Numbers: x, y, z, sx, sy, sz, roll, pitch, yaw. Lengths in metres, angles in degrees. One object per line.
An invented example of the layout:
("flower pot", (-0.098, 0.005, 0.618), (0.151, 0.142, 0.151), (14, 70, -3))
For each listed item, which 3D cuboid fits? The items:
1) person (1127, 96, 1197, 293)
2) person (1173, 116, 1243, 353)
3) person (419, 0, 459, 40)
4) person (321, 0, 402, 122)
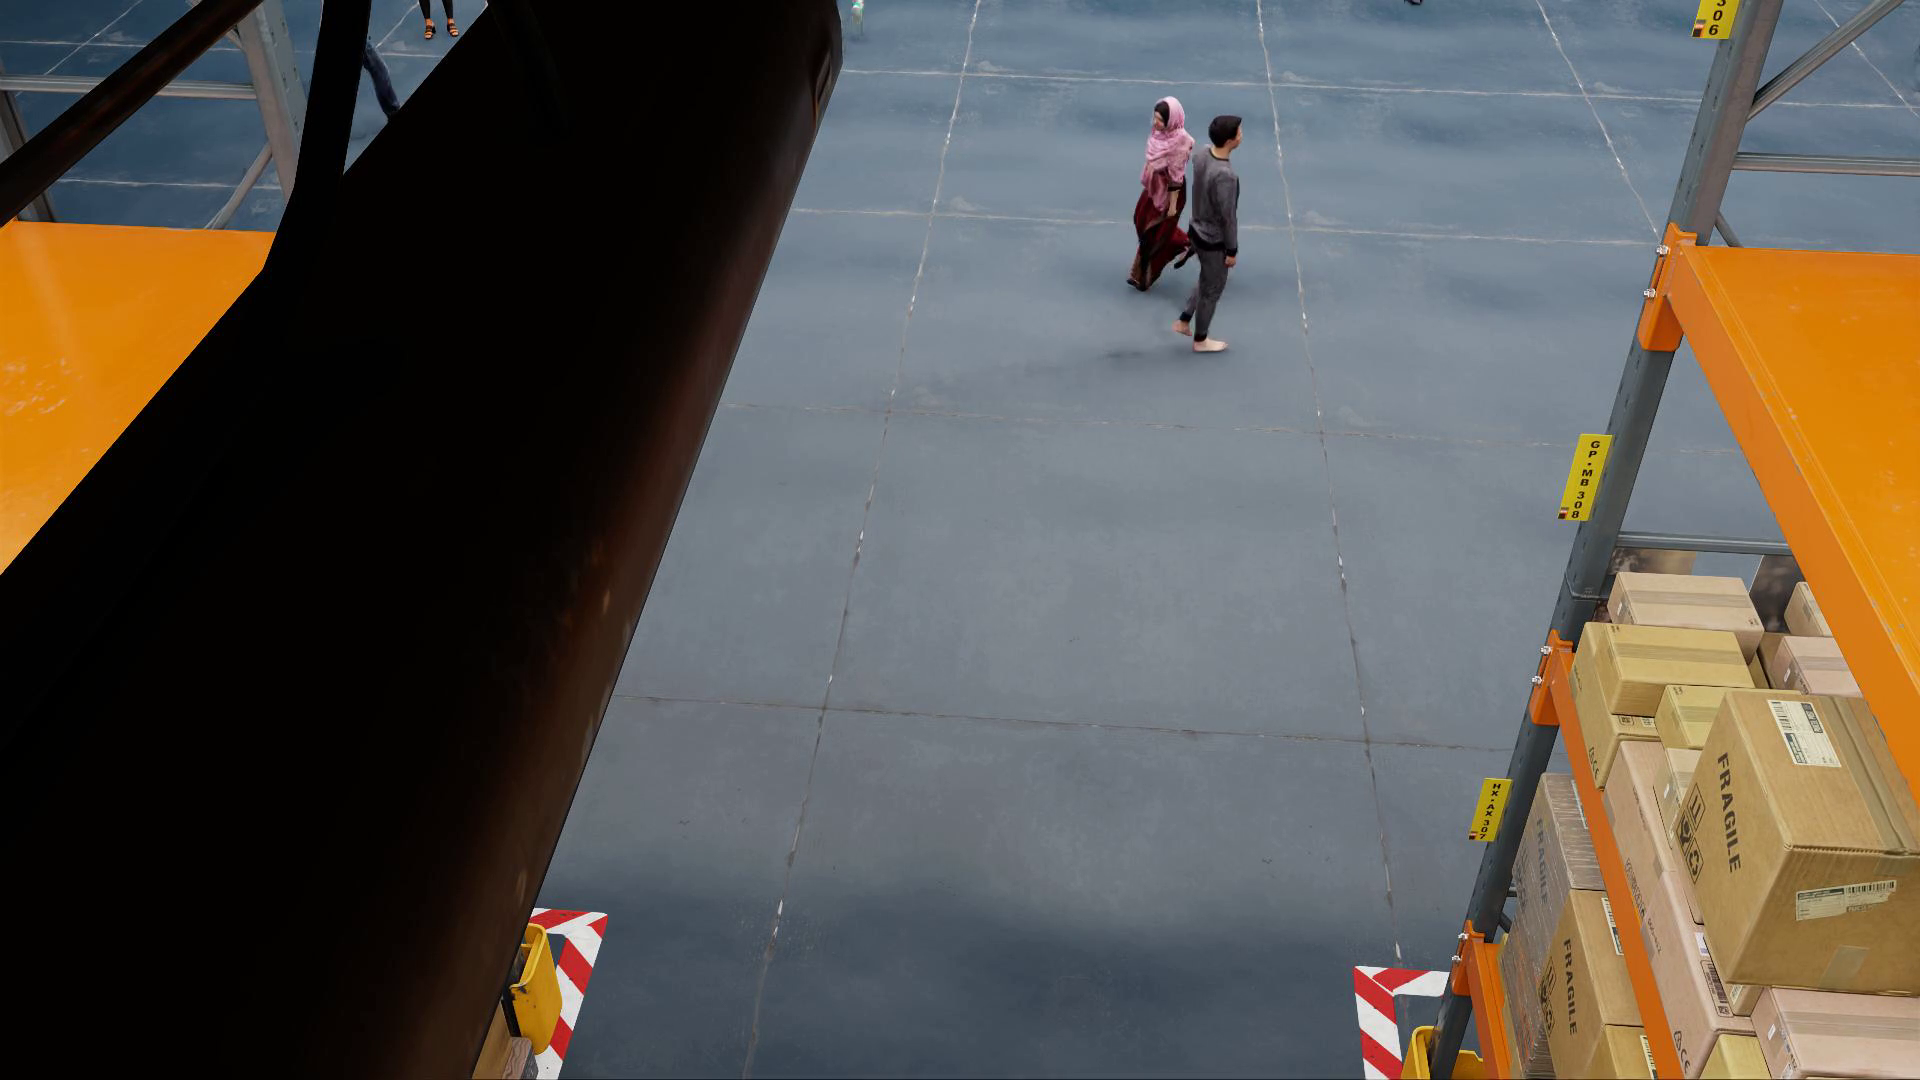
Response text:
("person", (1.603, -2.639, 12.560), (0.932, 1.615, 0.888), (-8, 39, -10))
("person", (1.700, -2.131, 11.739), (0.866, 1.827, 0.728), (-10, 39, -13))
("person", (-5.332, -5.902, 16.660), (0.675, 1.703, 0.658), (-9, 39, -11))
("person", (-5.486, -4.448, 14.661), (1.306, 1.876, 1.232), (-28, 46, -31))
